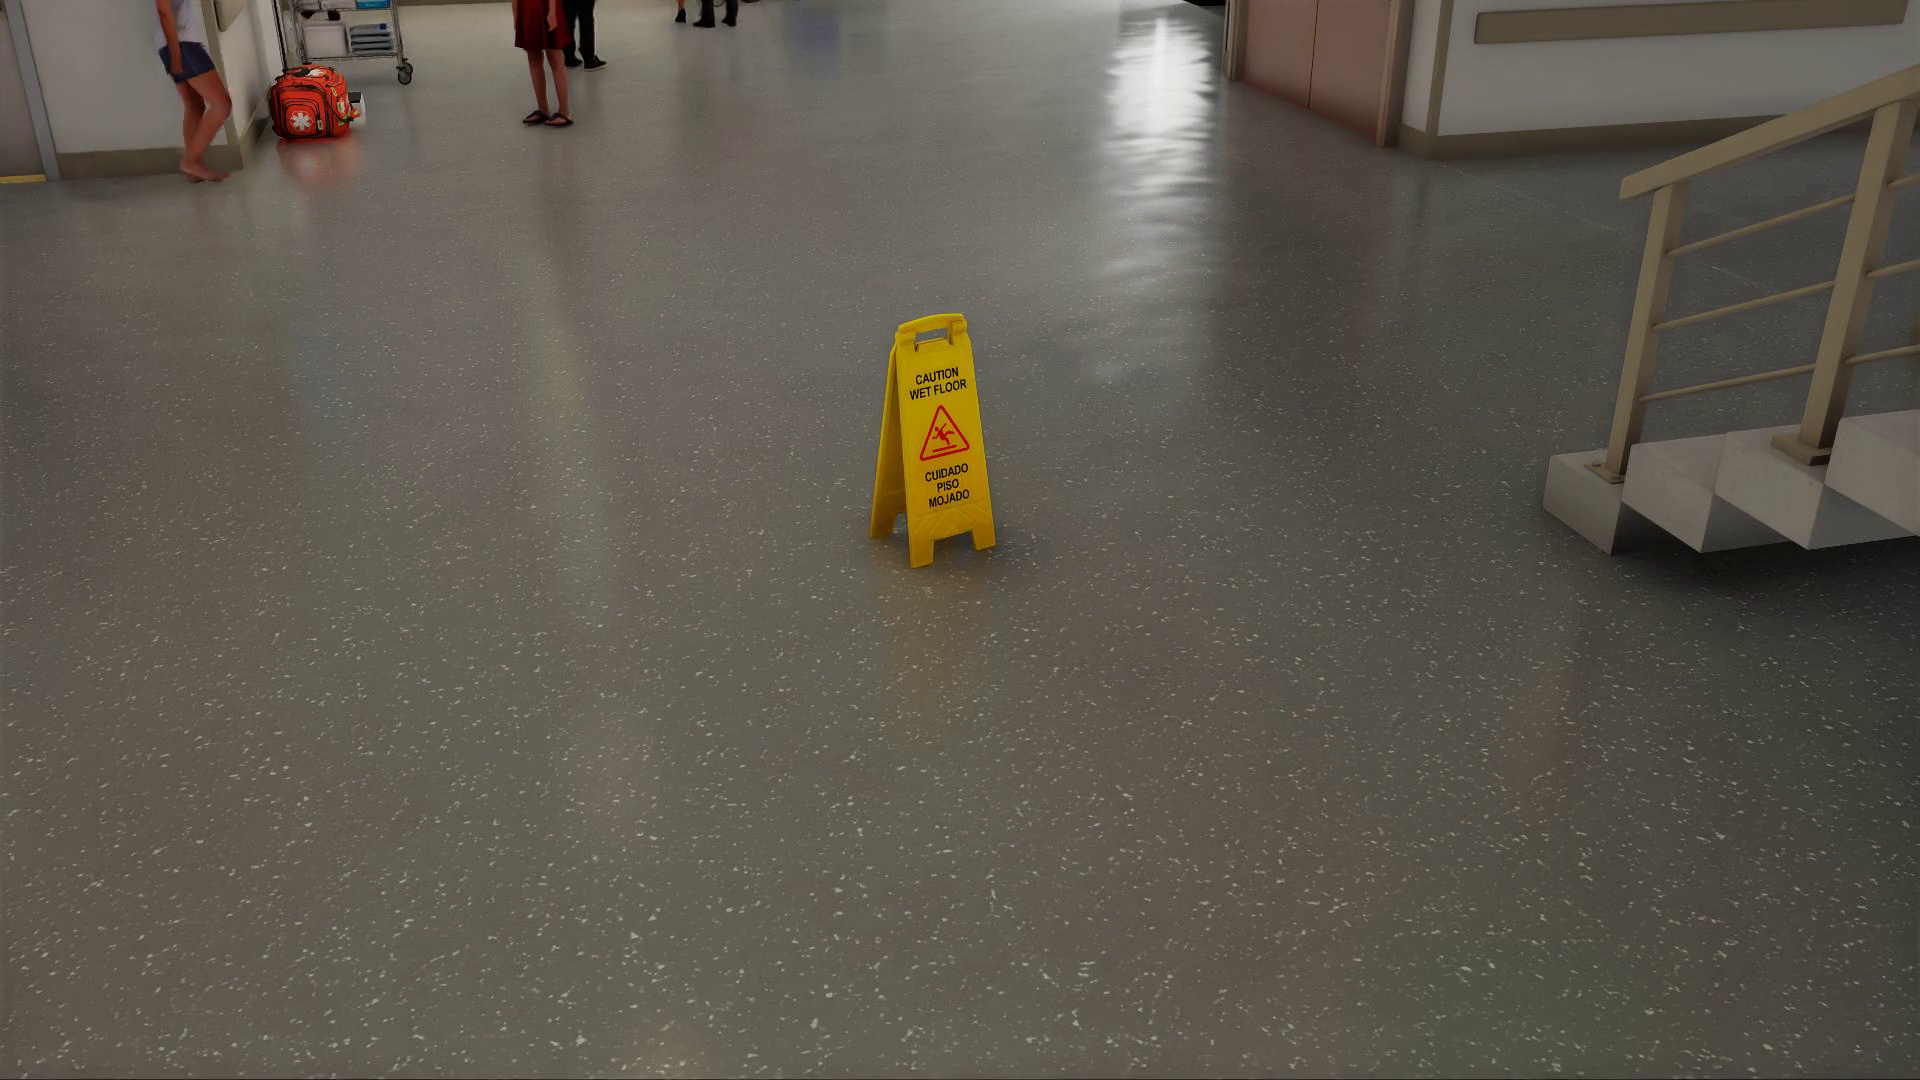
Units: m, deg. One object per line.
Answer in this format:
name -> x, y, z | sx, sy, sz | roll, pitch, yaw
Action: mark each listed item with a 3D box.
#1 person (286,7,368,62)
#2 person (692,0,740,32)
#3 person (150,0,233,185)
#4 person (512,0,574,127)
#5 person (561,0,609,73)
person -> -5.250, -4.777, 13.438 | 0.790, 1.787, 0.877 | -2, 26, -4
person -> -2.246, -5.634, 15.023 | 0.671, 1.955, 0.633 | -13, 29, -26
person -> -4.601, -2.855, 9.655 | 0.674, 1.611, 0.568 | -12, 28, -23
person -> -2.862, -3.618, 11.305 | 0.679, 1.551, 0.740 | 10, 28, 20
person -> -3.058, -4.488, 13.223 | 0.650, 1.452, 0.684 | 10, 27, 19
